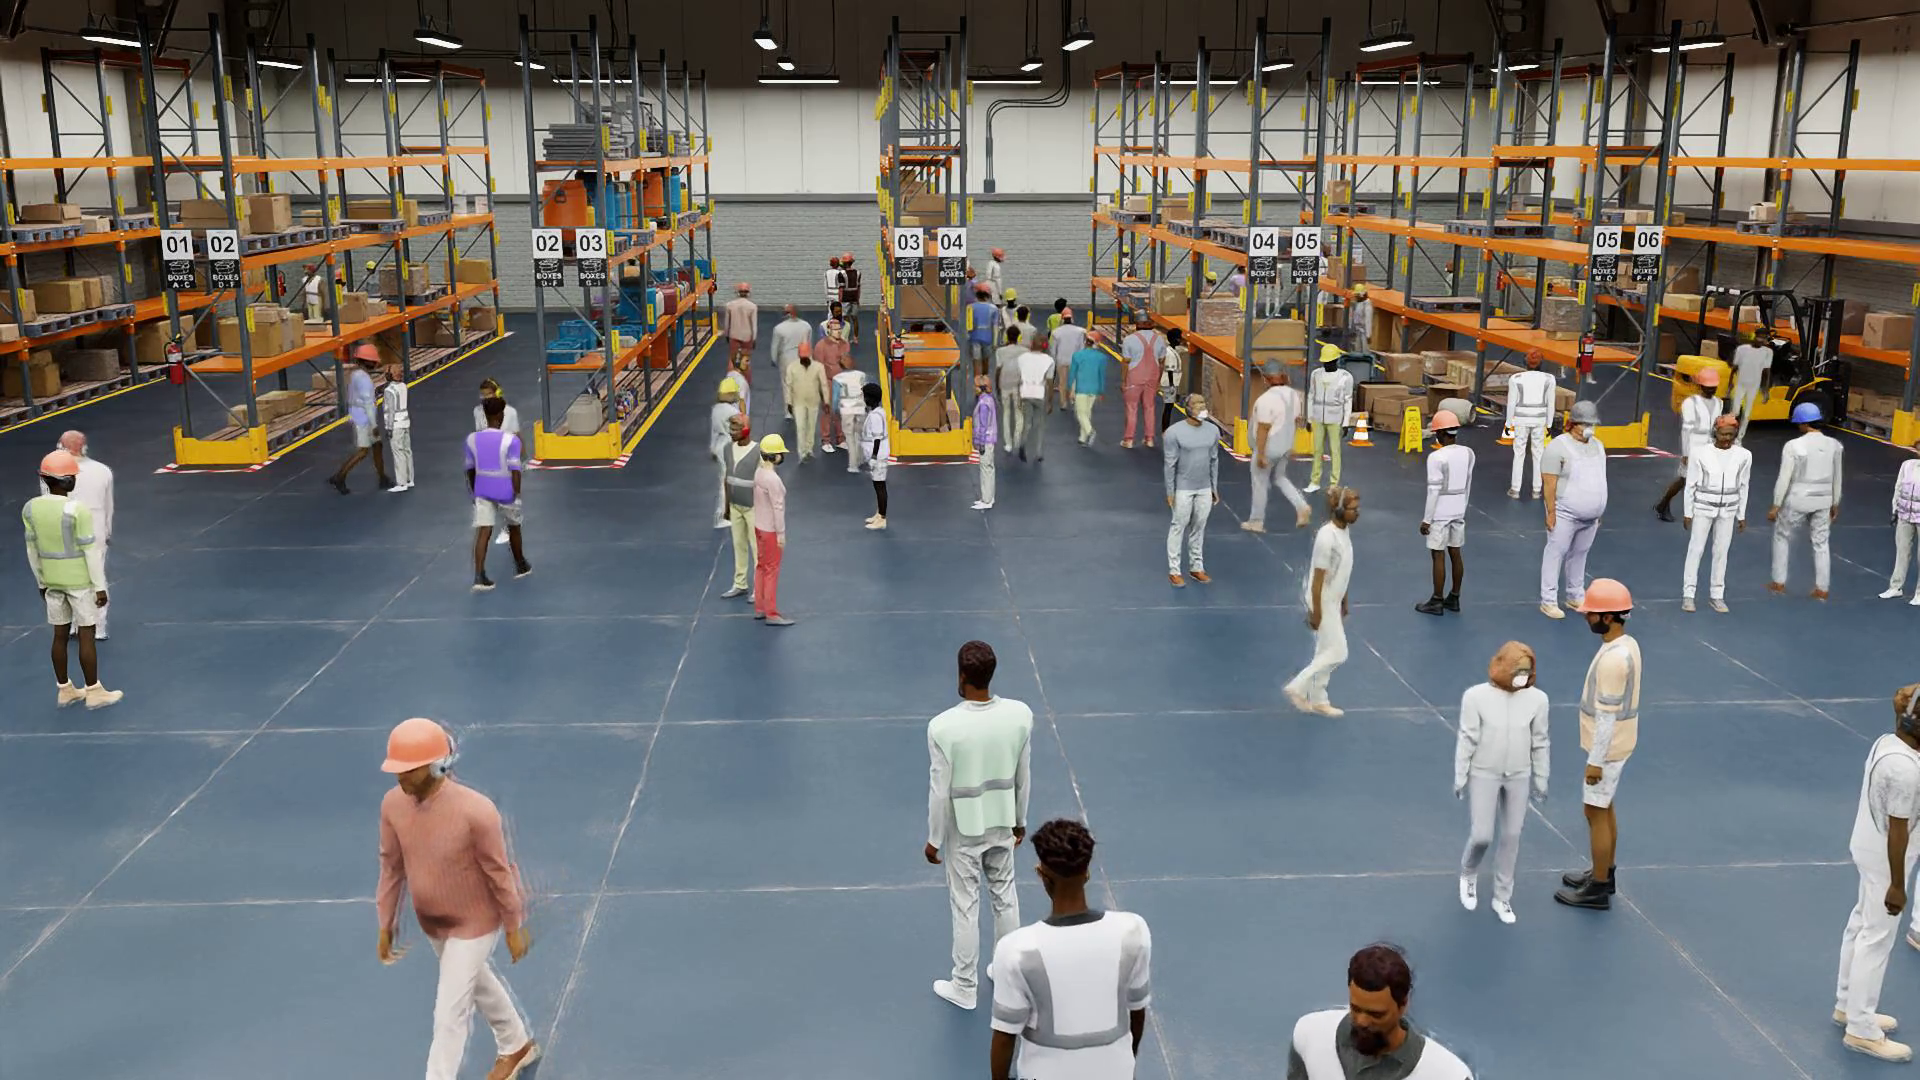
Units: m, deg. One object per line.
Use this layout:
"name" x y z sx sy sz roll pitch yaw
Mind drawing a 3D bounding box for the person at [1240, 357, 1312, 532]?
"person" 3.584 -1.072 18.810 0.687 2.000 0.741 -13 18 -43

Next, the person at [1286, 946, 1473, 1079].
"person" 1.291 2.176 5.357 0.608 1.903 0.477 11 17 40

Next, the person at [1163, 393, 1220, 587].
"person" 2.314 -0.503 16.622 0.634 1.938 0.361 -6 15 -25

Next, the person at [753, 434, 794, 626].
"person" -1.720 -0.098 15.272 0.328 1.767 0.530 -7 15 -26

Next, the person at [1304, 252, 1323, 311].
"person" 9.431 -7.015 44.421 0.633 1.840 0.429 -7 15 -26

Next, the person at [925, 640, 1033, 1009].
"person" 0.095 1.441 8.424 0.591 1.920 0.392 -8 15 -29

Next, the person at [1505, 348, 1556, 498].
"person" 7.103 -1.450 20.750 0.573 1.883 0.354 2 13 9

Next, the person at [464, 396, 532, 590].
"person" -4.632 -0.480 16.576 0.619 1.920 0.994 2 13 10

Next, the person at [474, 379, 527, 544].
"person" -5.120 -0.918 18.601 0.566 1.840 0.714 2 13 7

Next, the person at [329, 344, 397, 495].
"person" -7.580 -1.529 21.046 0.837 1.904 0.546 -5 14 -19

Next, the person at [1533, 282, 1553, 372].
"person" 10.879 -3.880 31.086 0.328 1.865 0.508 13 18 43

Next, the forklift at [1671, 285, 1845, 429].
"forklift" 12.503 -2.886 26.166 2.313 2.155 1.214 -1 13 -3

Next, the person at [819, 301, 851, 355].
"person" -1.995 -2.873 26.698 0.587 1.920 0.392 -11 17 -40

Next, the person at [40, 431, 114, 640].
"person" -7.862 -0.032 14.769 0.612 1.877 0.679 9 16 34

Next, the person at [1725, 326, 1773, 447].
"person" 11.369 -2.188 23.994 0.563 1.825 0.522 5 14 21

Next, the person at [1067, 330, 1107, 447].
"person" 1.881 -2.191 24.258 0.576 1.709 0.639 -5 14 -22

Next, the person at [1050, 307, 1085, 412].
"person" 1.775 -2.977 27.513 0.589 1.737 0.375 0 13 -1

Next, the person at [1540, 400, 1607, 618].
"person" 5.757 -0.290 15.497 0.684 2.000 0.538 -6 15 -24

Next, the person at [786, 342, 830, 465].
"person" -2.109 -1.906 23.056 0.581 1.690 0.888 -3 14 -11

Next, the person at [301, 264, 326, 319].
"person" -14.236 -5.183 36.710 0.612 1.818 0.464 9 16 33

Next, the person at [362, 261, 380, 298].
"person" -13.518 -5.543 38.338 0.328 1.767 0.532 7 15 27

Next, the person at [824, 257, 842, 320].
"person" -2.829 -5.500 37.905 0.574 1.884 0.356 9 16 35

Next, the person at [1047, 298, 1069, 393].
"person" 1.769 -3.464 29.669 0.322 1.699 0.536 -12 18 -41

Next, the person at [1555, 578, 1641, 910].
"person" 3.691 1.165 9.587 0.384 1.926 0.550 6 15 25

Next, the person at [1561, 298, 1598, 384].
"person" 11.606 -3.737 31.013 0.507 1.608 0.667 -7 15 -26

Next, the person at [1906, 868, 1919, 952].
"person" 5.454 1.347 8.928 0.579 1.878 0.358 -2 13 -8

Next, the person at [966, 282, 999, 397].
"person" 0.378 -3.540 29.357 0.613 2.002 1.021 0 13 -2

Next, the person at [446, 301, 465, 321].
"person" -12.068 -5.752 39.348 0.802 1.695 0.560 -8 15 -30

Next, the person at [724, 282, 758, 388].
"person" -3.959 -3.639 29.902 0.666 1.952 0.893 2 13 8

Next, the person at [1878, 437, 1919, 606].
"person" 9.188 -0.197 15.962 0.307 1.641 0.513 -7 15 -27

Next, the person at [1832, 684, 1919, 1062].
"person" 4.488 1.574 8.027 0.349 1.843 0.506 5 14 20

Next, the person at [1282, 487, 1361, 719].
"person" 2.805 0.489 12.647 0.431 1.831 0.529 6 14 23

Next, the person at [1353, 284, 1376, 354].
"person" 7.625 -3.929 31.428 0.441 1.807 0.640 0 13 0

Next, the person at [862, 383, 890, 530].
"person" -0.965 -0.964 19.095 0.321 1.692 0.529 0 13 1

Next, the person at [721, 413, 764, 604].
"person" -2.043 -0.316 16.030 0.564 1.841 0.391 10 16 36
